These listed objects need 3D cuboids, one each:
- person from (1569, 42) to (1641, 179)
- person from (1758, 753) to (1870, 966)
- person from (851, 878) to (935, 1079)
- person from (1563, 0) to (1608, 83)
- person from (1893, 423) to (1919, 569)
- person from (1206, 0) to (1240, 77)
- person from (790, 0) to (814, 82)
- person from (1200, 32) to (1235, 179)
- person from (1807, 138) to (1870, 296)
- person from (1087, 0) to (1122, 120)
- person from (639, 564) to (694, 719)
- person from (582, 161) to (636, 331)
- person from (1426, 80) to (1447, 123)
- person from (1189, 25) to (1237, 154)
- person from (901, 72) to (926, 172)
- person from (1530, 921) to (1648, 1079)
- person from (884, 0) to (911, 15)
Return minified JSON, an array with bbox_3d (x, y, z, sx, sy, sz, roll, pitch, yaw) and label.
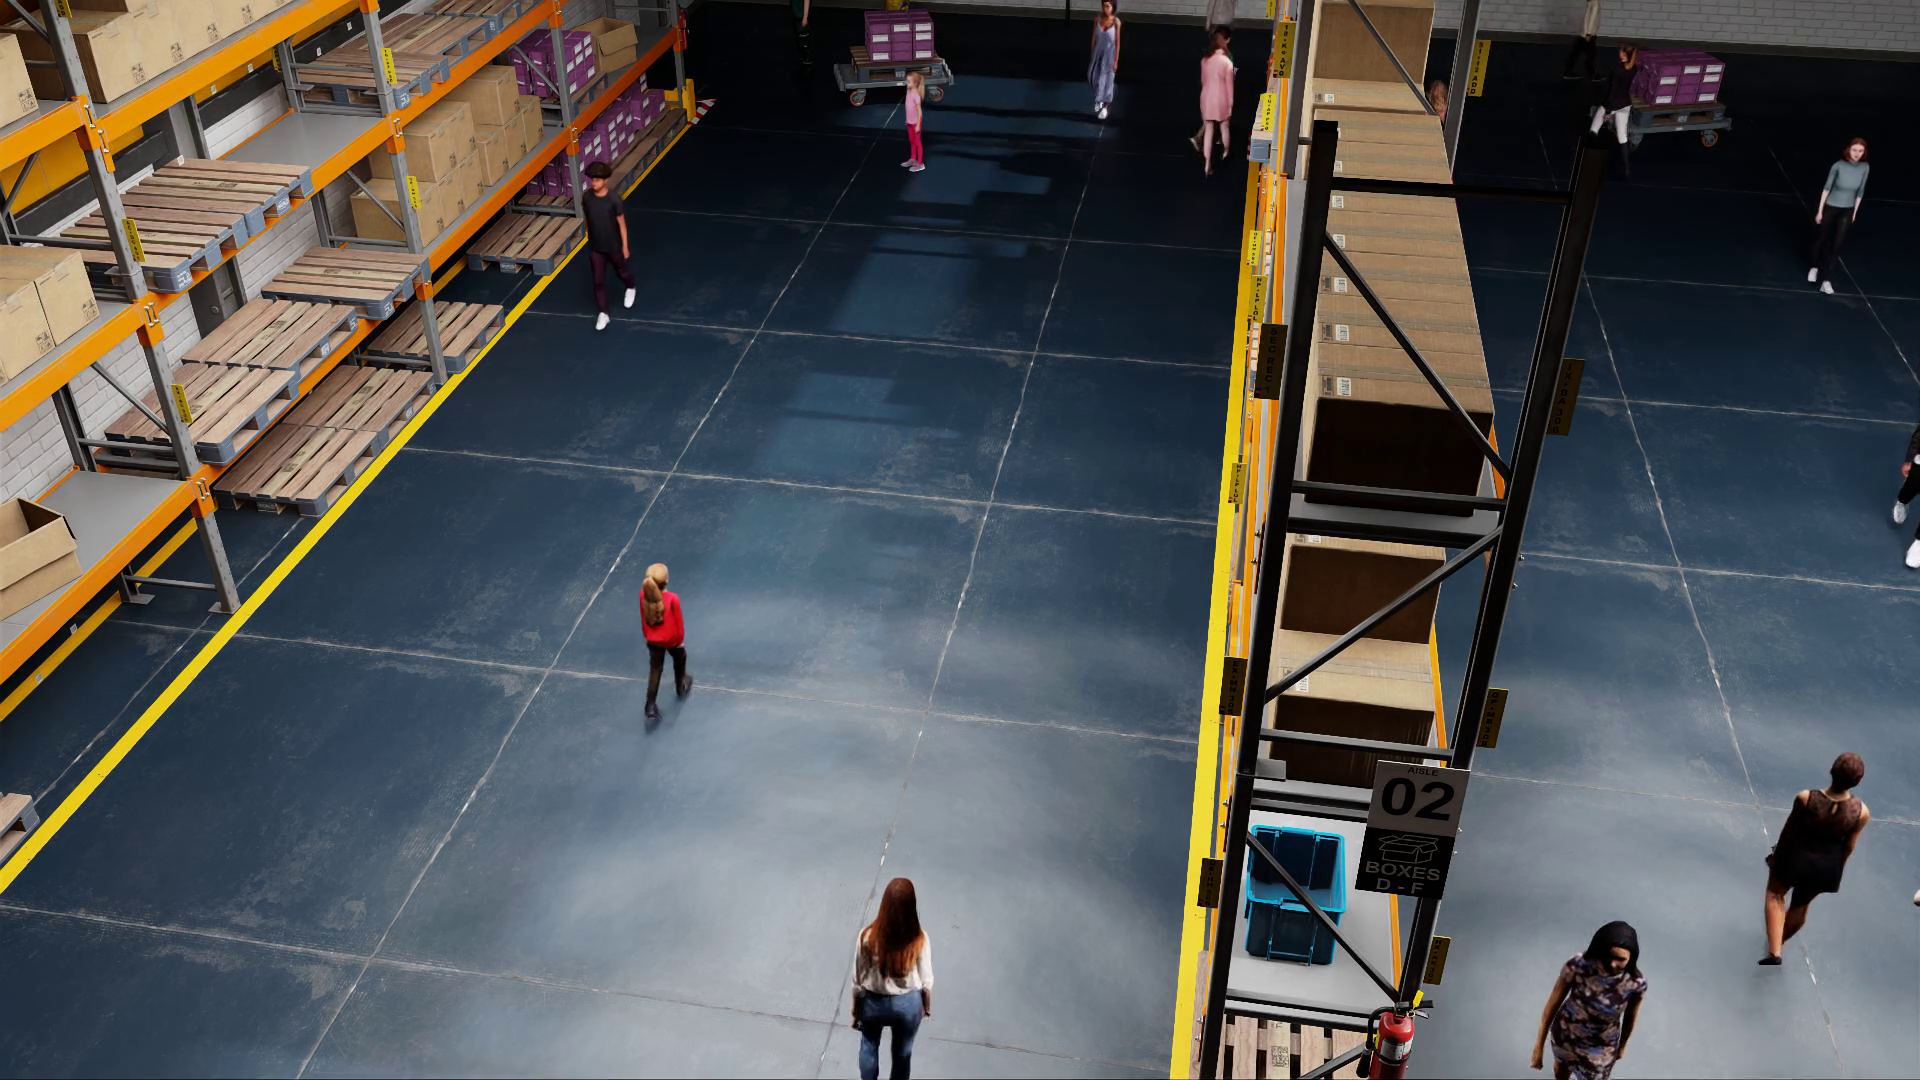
[{"bbox_3d":[8.399,-5.421,21.153,1.089,1.673,1.243,-17,37,-24],"label":"person"},{"bbox_3d":[5.112,1.982,10.024,0.667,1.663,0.828,12,35,17],"label":"person"},{"bbox_3d":[-0.381,2.603,9.043,0.635,1.714,0.709,2,34,3],"label":"person"},{"bbox_3d":[9.156,-7.458,24.434,0.670,1.432,0.756,7,34,10],"label":"person"},{"bbox_3d":[8.186,-0.685,13.960,0.884,1.748,1.163,16,37,22],"label":"person"},{"bbox_3d":[3.836,-7.517,24.157,1.103,1.838,1.145,-23,40,-30],"label":"person"},{"bbox_3d":[-2.329,-7.704,24.433,0.793,1.843,0.683,-9,35,-14],"label":"person"},{"bbox_3d":[3.202,-5.495,21.202,0.784,1.741,1.117,15,37,22],"label":"person"},{"bbox_3d":[9.699,-3.646,18.442,0.654,1.717,0.975,9,35,13],"label":"person"},{"bbox_3d":[2.040,-6.722,23.096,0.684,1.688,0.785,14,36,20],"label":"person"},{"bbox_3d":[-2.209,0.747,12.241,0.517,1.265,0.871,7,34,11],"label":"person"},{"bbox_3d":[-3.735,-3.199,17.733,0.640,1.757,1.067,4,34,7],"label":"person"},{"bbox_3d":[5.617,-4.629,19.923,0.635,1.714,0.802,1,34,1],"label":"person"},{"bbox_3d":[3.357,-5.927,21.959,1.093,1.623,1.041,-20,39,-27],"label":"person"},{"bbox_3d":[-0.590,-5.430,21.529,0.640,1.270,0.570,-17,37,-23],"label":"person"},{"bbox_3d":[3.375,2.655,8.992,0.820,1.683,1.184,15,36,21],"label":"person"},{"bbox_3d":[-0.972,-8.170,25.299,1.027,1.660,0.880,19,38,26],"label":"person"}]
